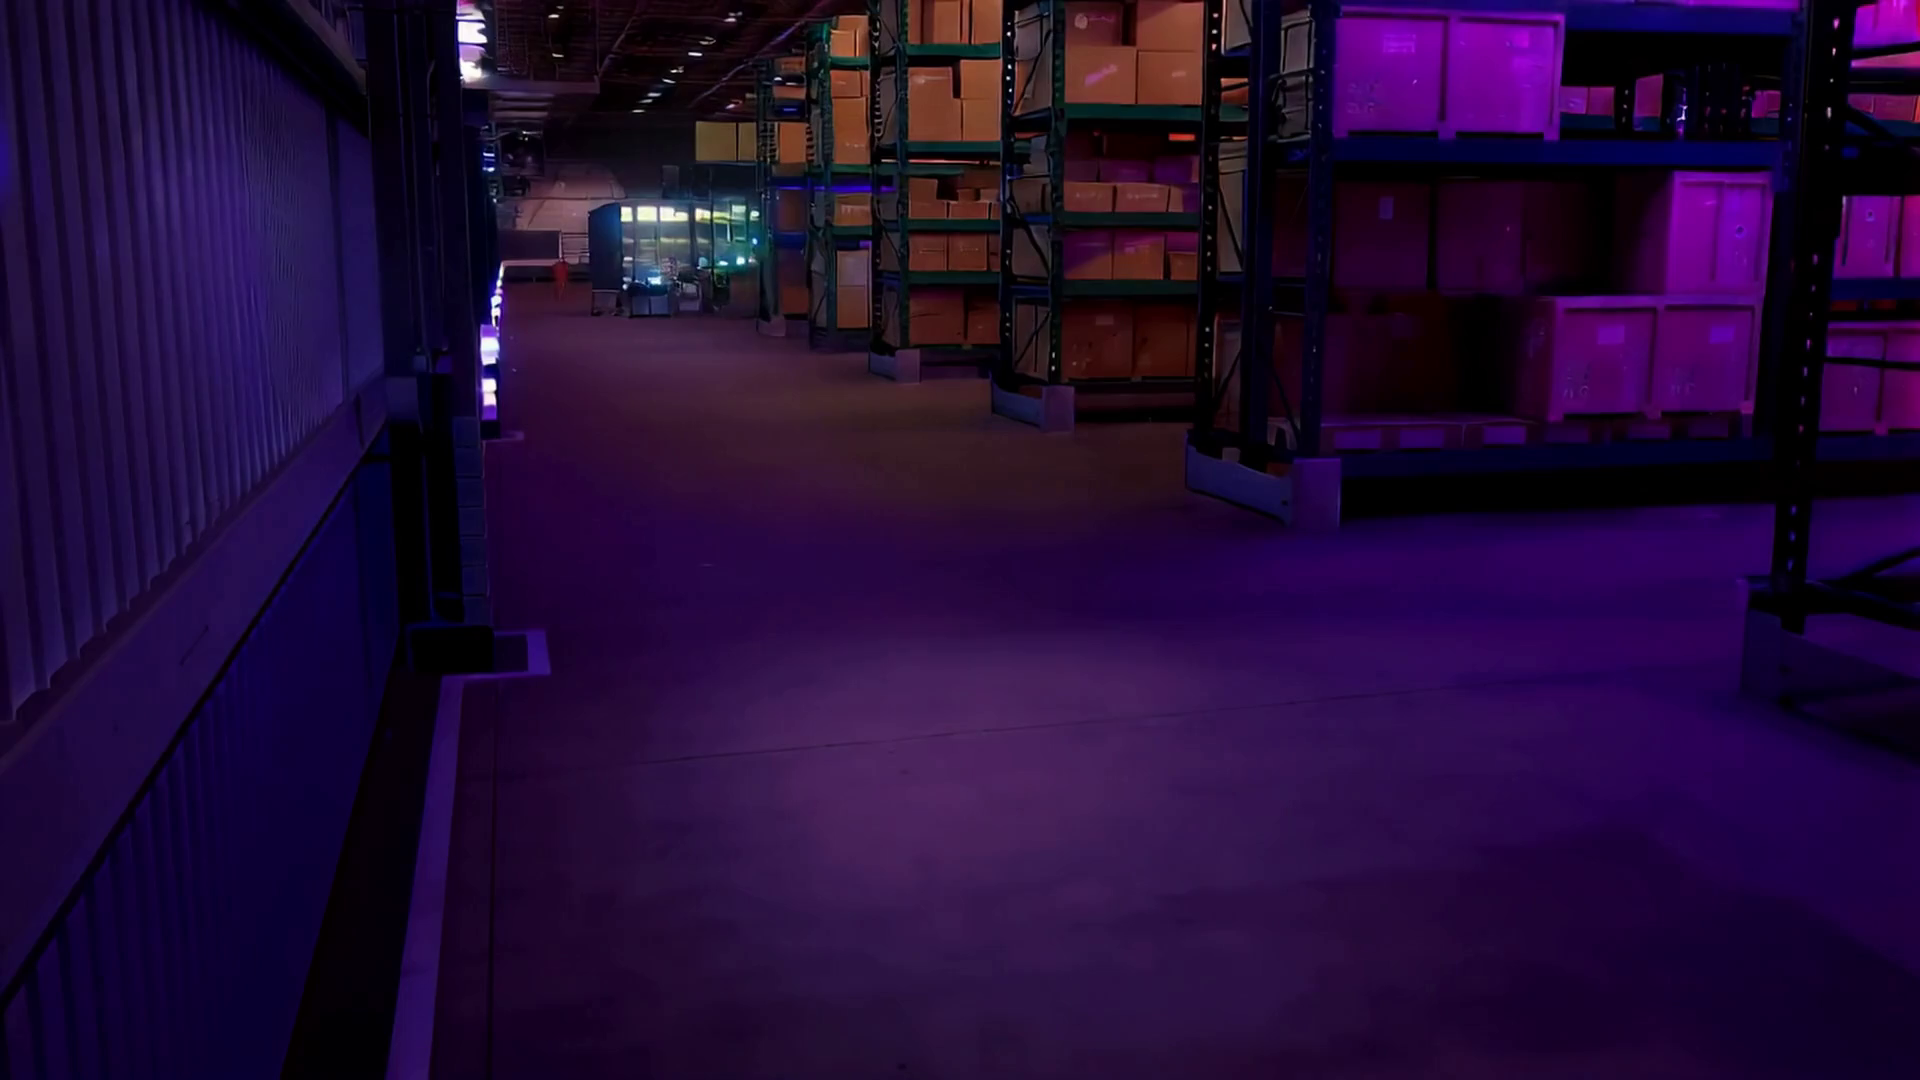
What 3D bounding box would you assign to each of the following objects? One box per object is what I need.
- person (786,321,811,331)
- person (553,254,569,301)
[{"bbox_3d":[-3.870,-5.989,39.999,0.814,1.914,0.639,-2,10,-10],"label":"person"},{"bbox_3d":[-14.899,-9.795,62.090,0.568,1.730,0.676,-2,10,-13],"label":"person"}]
